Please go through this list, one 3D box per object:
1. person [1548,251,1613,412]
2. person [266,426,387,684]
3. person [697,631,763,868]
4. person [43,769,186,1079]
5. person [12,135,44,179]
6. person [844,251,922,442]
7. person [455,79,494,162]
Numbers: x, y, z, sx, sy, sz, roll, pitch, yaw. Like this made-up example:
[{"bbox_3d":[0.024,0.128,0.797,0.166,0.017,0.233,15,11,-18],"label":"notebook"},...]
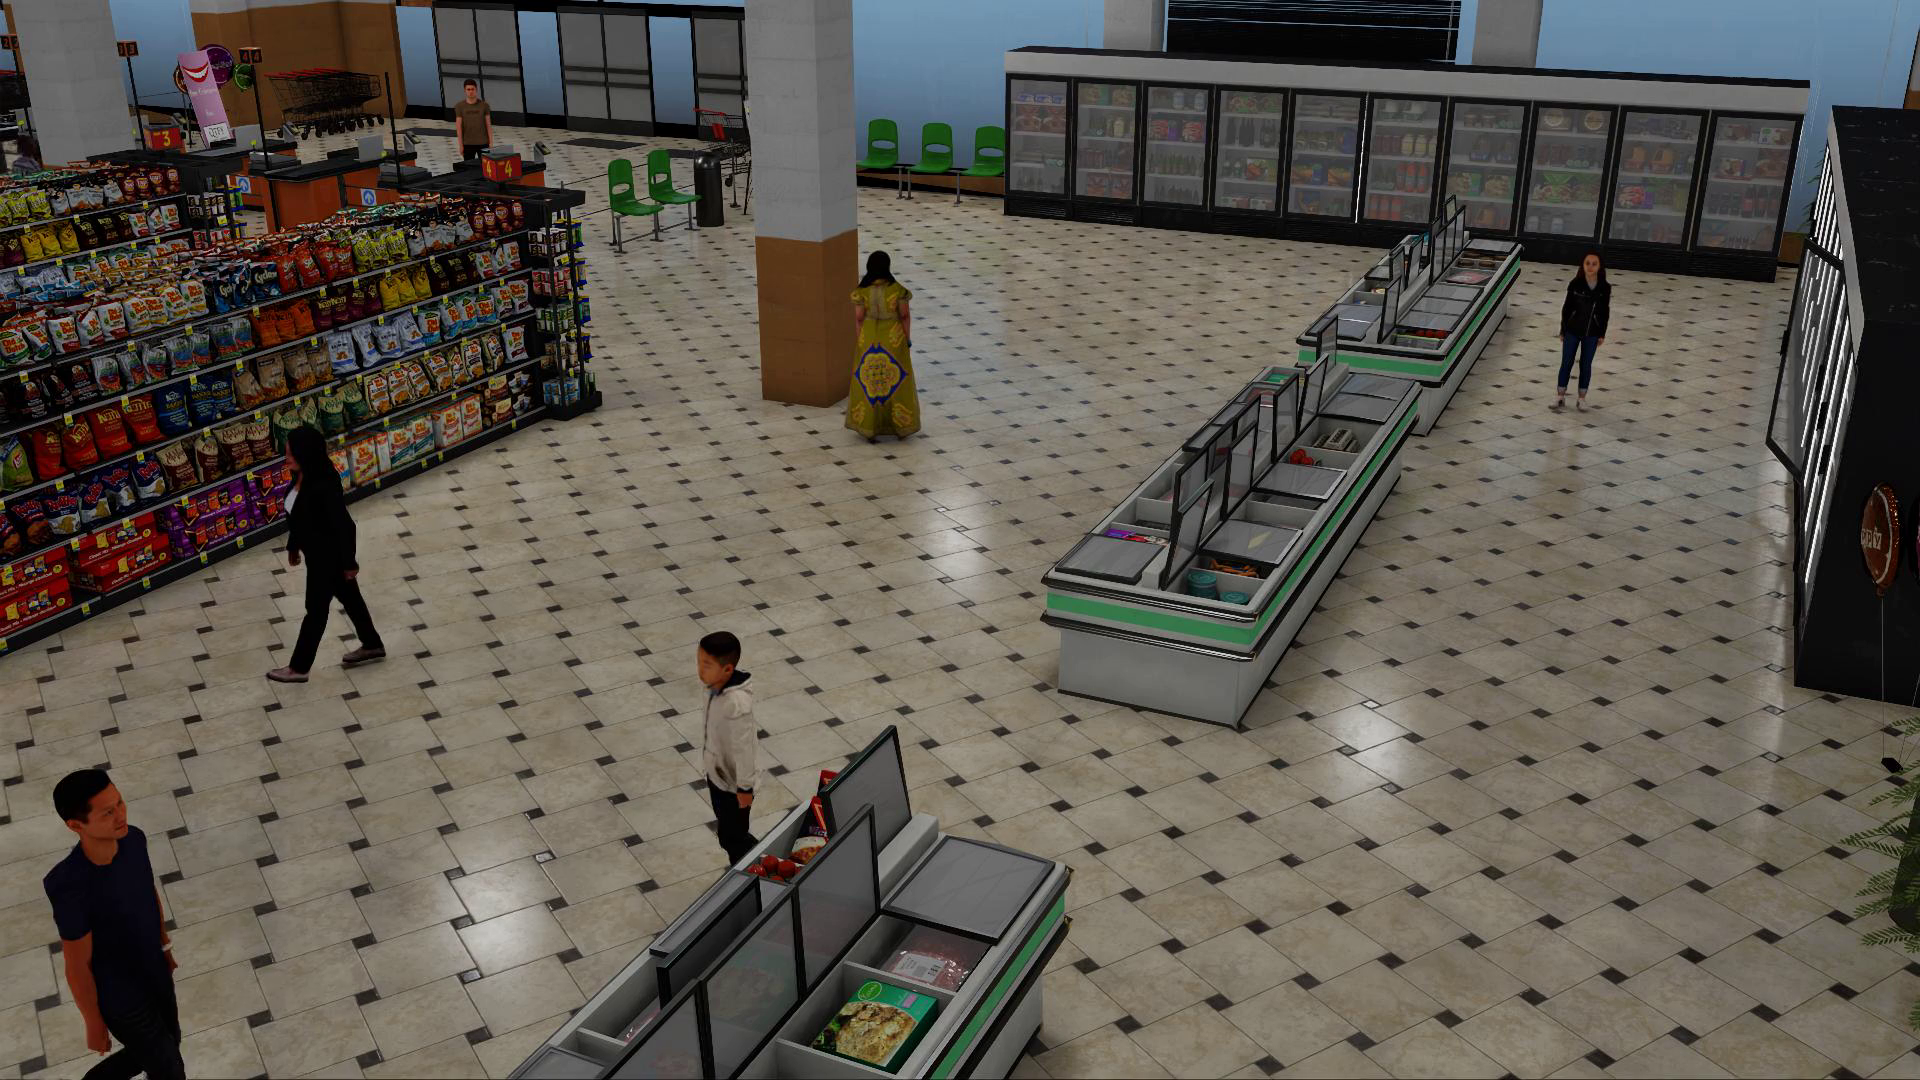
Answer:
[{"bbox_3d":[5.699,-1.922,15.221,0.567,1.482,0.500,9,24,21],"label":"person"},{"bbox_3d":[-3.774,0.060,10.149,1.102,1.584,0.926,-17,28,-36],"label":"person"},{"bbox_3d":[-1.007,1.094,7.825,0.769,1.401,0.726,-11,24,-26],"label":"person"},{"bbox_3d":[-3.094,1.608,6.047,0.959,1.771,1.046,1,22,3],"label":"person"},{"bbox_3d":[-10.945,-3.818,19.552,0.700,1.769,0.923,7,23,17],"label":"person"},{"bbox_3d":[-0.671,-1.678,14.375,0.974,1.659,0.954,0,22,1],"label":"person"},{"bbox_3d":[-7.113,-5.818,24.422,0.731,1.851,0.803,-9,24,-21],"label":"person"}]
